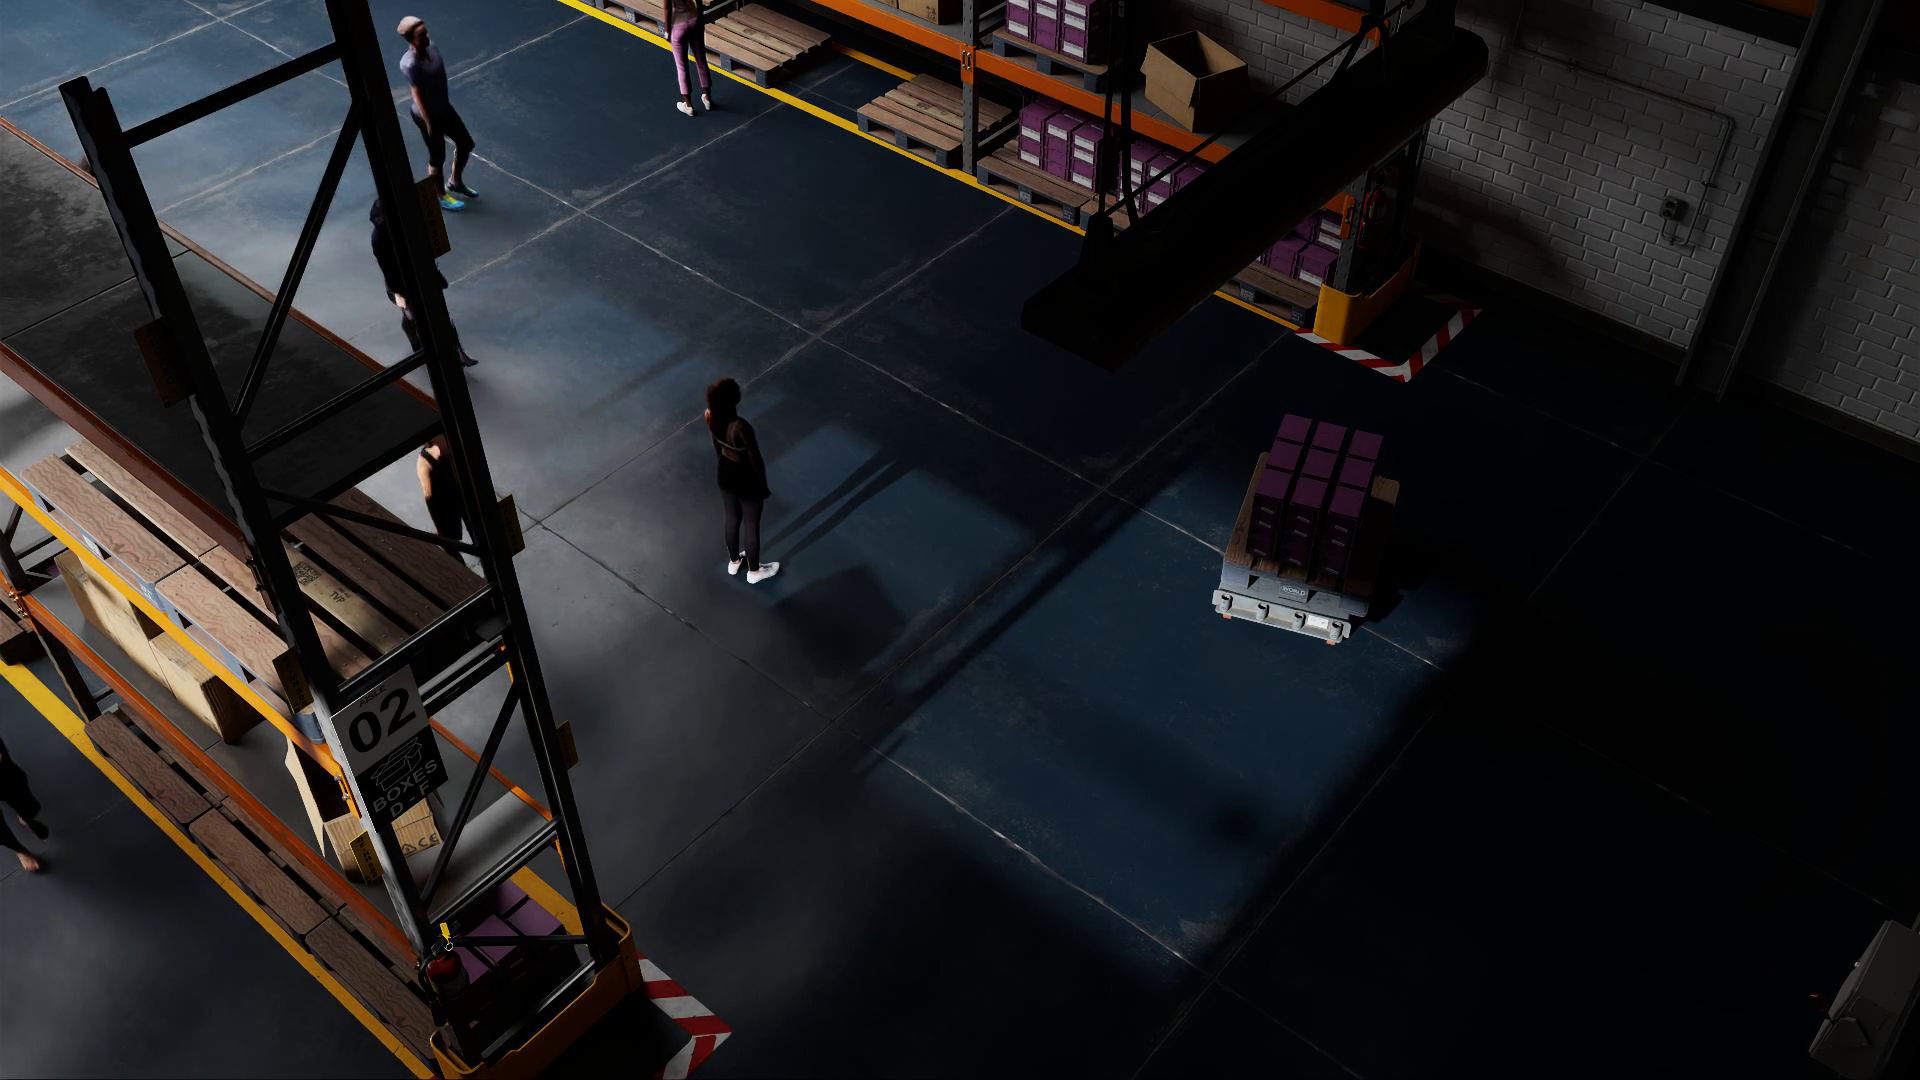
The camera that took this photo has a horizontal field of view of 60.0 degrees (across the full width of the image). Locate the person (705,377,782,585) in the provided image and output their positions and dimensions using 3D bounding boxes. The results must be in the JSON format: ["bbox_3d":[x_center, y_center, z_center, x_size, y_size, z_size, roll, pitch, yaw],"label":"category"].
[{"bbox_3d":[-1.522,-0.410,11.403,0.457,1.740,0.641,29,51,27],"label":"person"}]

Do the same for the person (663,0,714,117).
[{"bbox_3d":[-2.678,-4.991,16.210,0.636,1.741,0.595,-26,49,-24],"label":"person"}]

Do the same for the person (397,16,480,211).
[{"bbox_3d":[-4.782,-3.813,14.881,0.816,1.869,0.801,10,44,10],"label":"person"}]

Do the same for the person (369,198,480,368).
[{"bbox_3d":[-4.412,-2.110,13.251,0.913,1.652,0.661,30,51,27],"label":"person"}]

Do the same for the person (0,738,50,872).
[{"bbox_3d":[-5.747,1.351,9.692,0.571,1.550,0.567,32,52,29],"label":"person"}]
